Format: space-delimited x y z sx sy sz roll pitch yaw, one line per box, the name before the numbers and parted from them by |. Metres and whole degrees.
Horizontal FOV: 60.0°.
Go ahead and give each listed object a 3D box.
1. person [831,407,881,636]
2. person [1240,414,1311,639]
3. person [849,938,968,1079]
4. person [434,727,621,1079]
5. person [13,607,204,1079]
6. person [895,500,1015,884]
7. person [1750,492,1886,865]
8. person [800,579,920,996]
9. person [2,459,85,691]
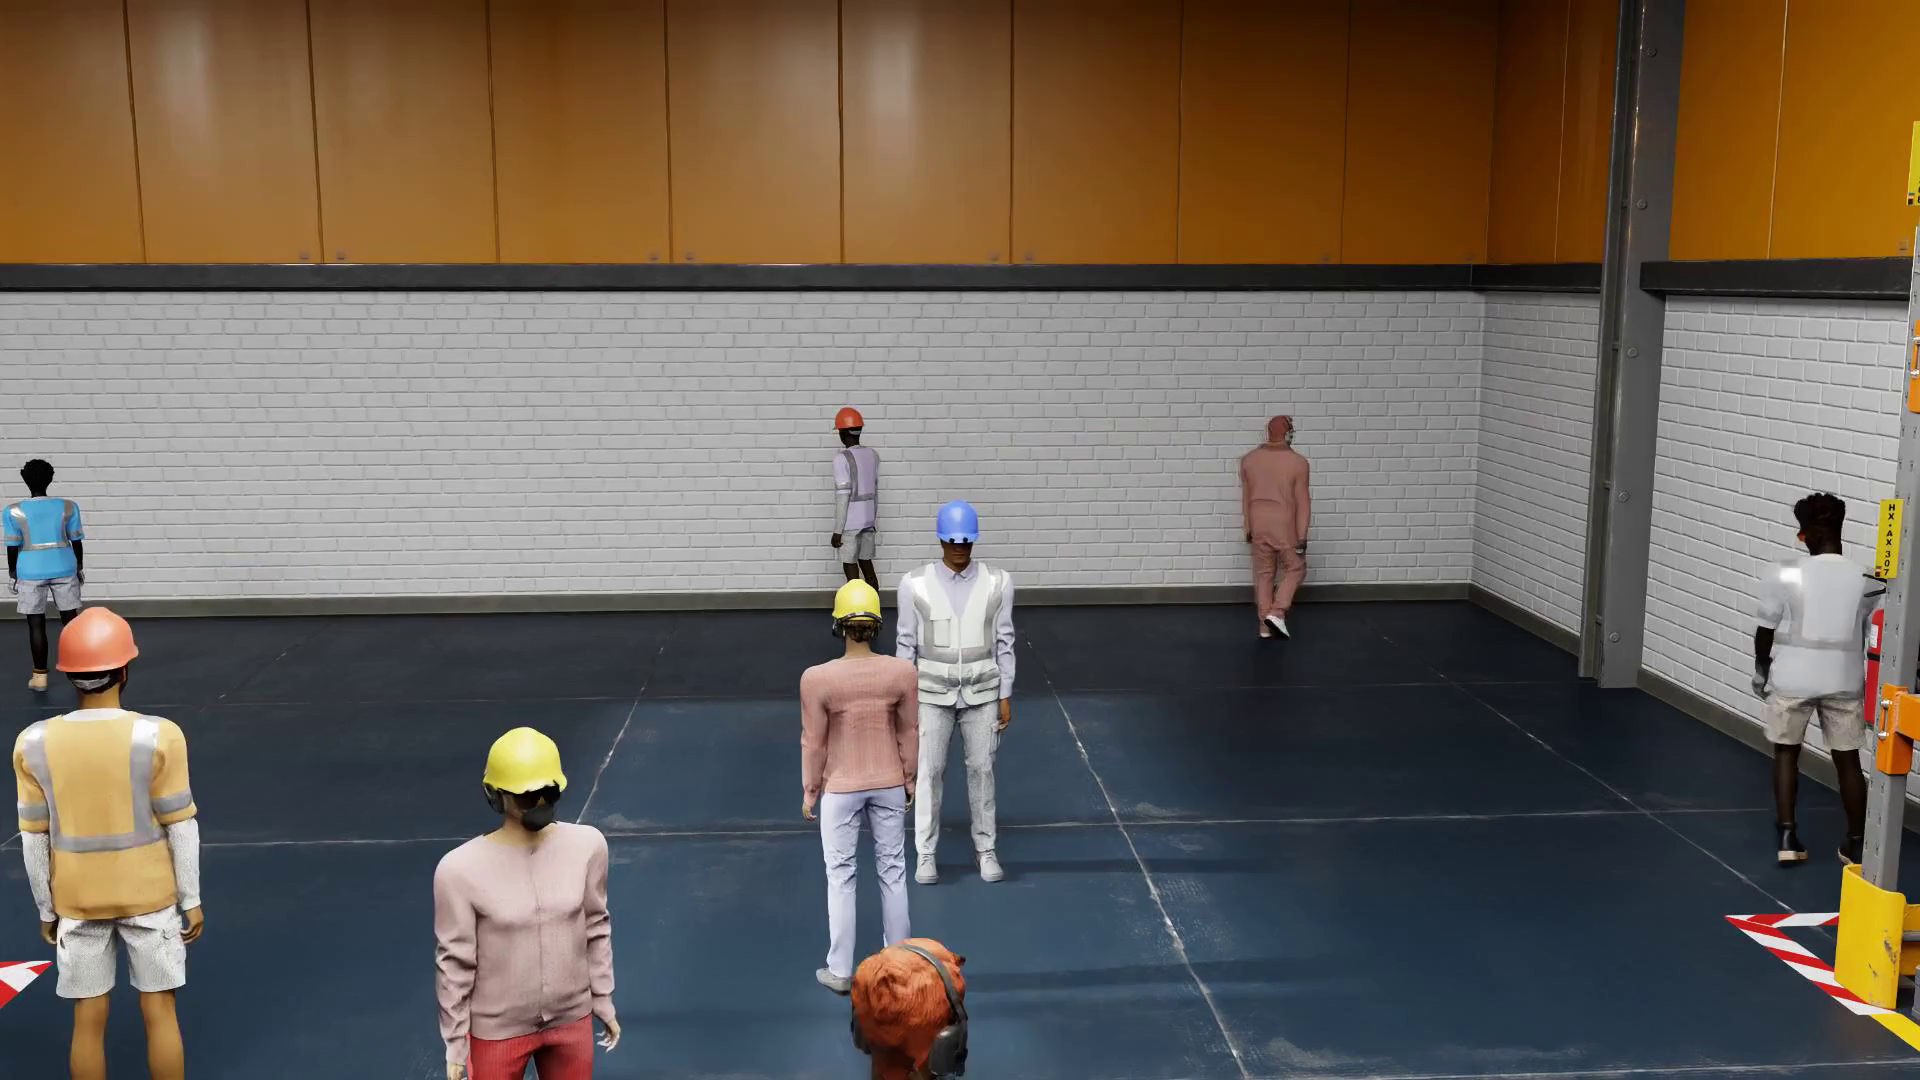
person | -0.906 -0.149 13.984 0.375 1.933 0.550 6 11 33
person | 2.631 -0.097 13.807 0.645 1.893 0.429 7 12 39
person | -0.115 1.640 3.048 0.589 1.848 0.957 5 10 29
person | -1.231 1.398 4.799 0.534 1.767 0.317 -7 11 -36
person | -2.831 1.183 5.598 0.546 1.941 0.358 -2 9 -10
person | -0.024 0.758 8.273 0.607 1.938 0.408 -1 9 -6
person | 4.398 0.724 8.504 0.638 1.932 0.424 2 9 13
person | -0.424 1.042 7.038 0.522 1.769 0.311 -3 10 -20
person | -6.701 0.253 12.201 0.540 1.695 0.317 -8 12 -41
